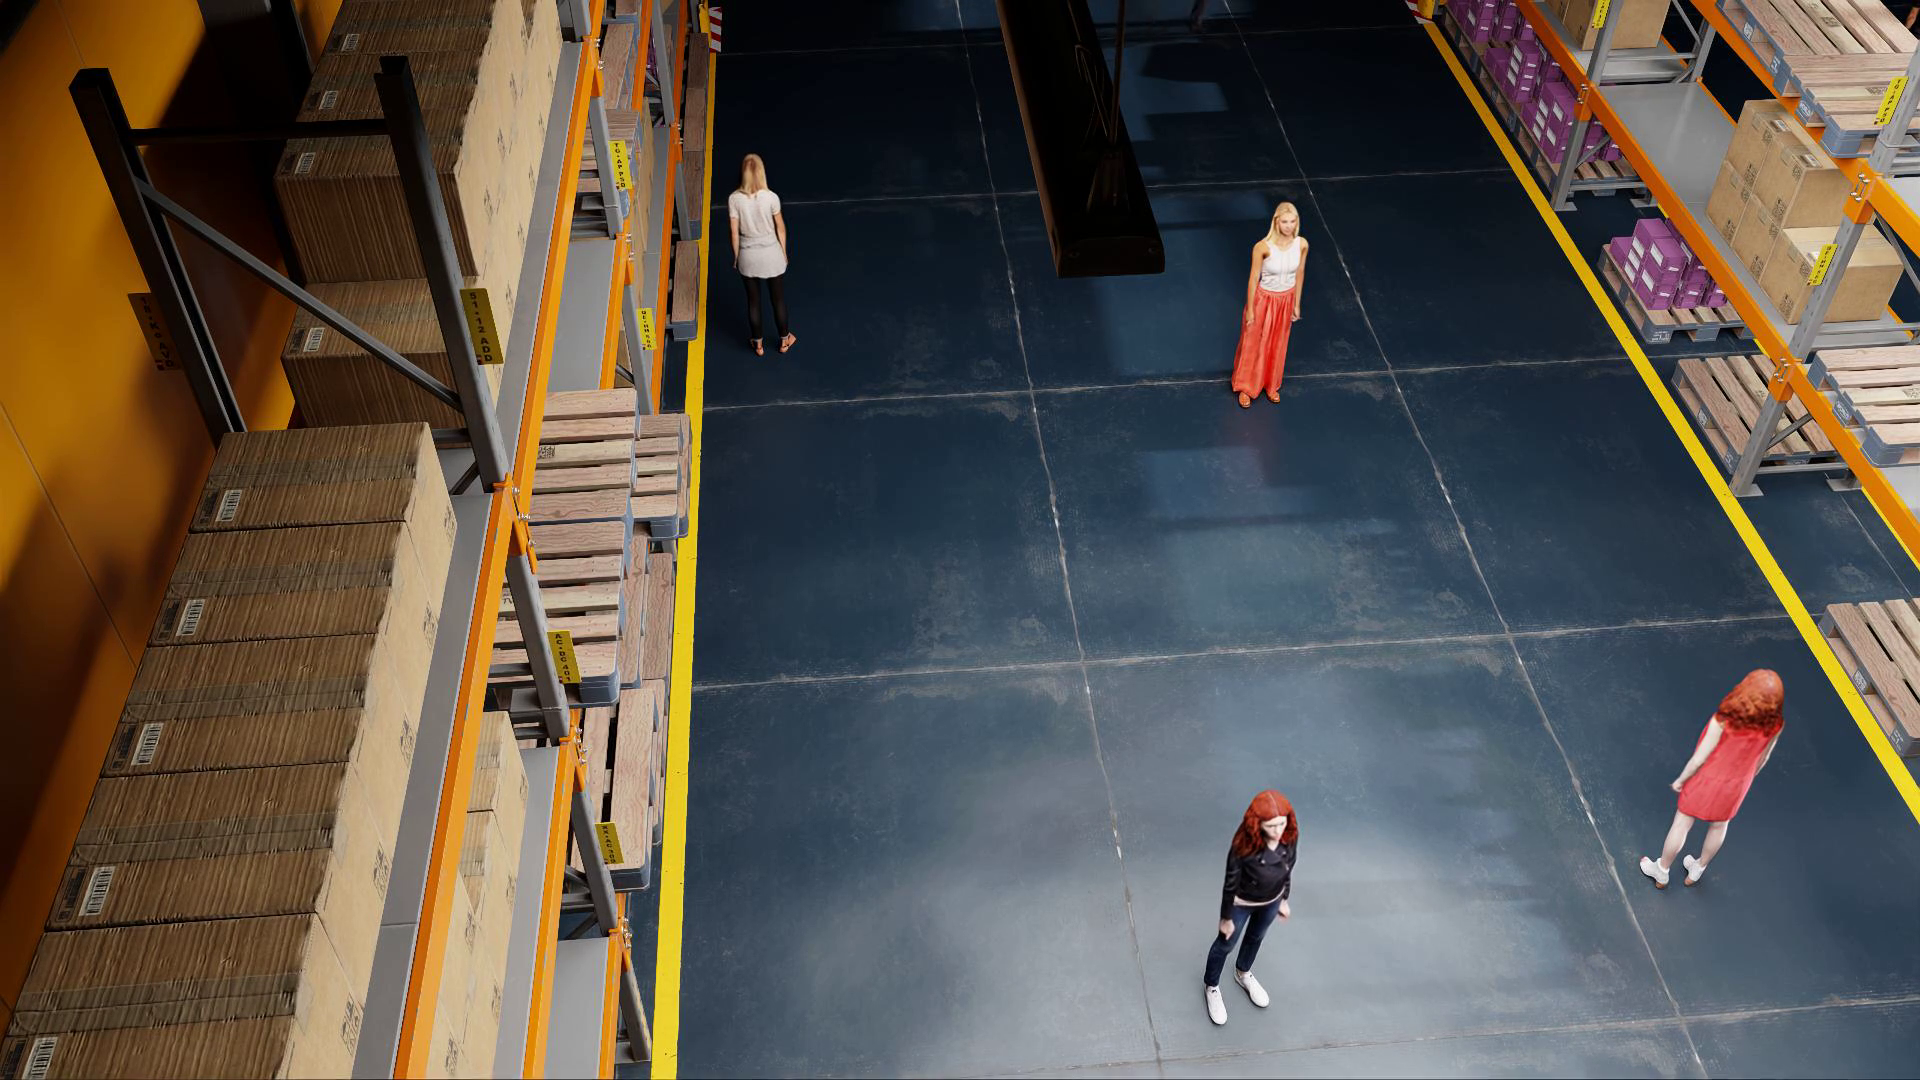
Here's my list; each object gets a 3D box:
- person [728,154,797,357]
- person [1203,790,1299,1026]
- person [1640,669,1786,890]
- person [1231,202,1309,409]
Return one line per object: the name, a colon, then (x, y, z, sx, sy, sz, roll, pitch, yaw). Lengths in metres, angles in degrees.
person: (-1.604, -2.270, 13.371, 0.603, 1.826, 0.521, -2, 44, -2)
person: (1.573, 1.957, 8.963, 0.634, 1.786, 0.630, -15, 46, -15)
person: (4.341, 1.391, 9.527, 0.596, 1.828, 0.512, -1, 44, -1)
person: (2.421, -1.839, 12.935, 0.657, 1.803, 0.622, -10, 45, -10)
